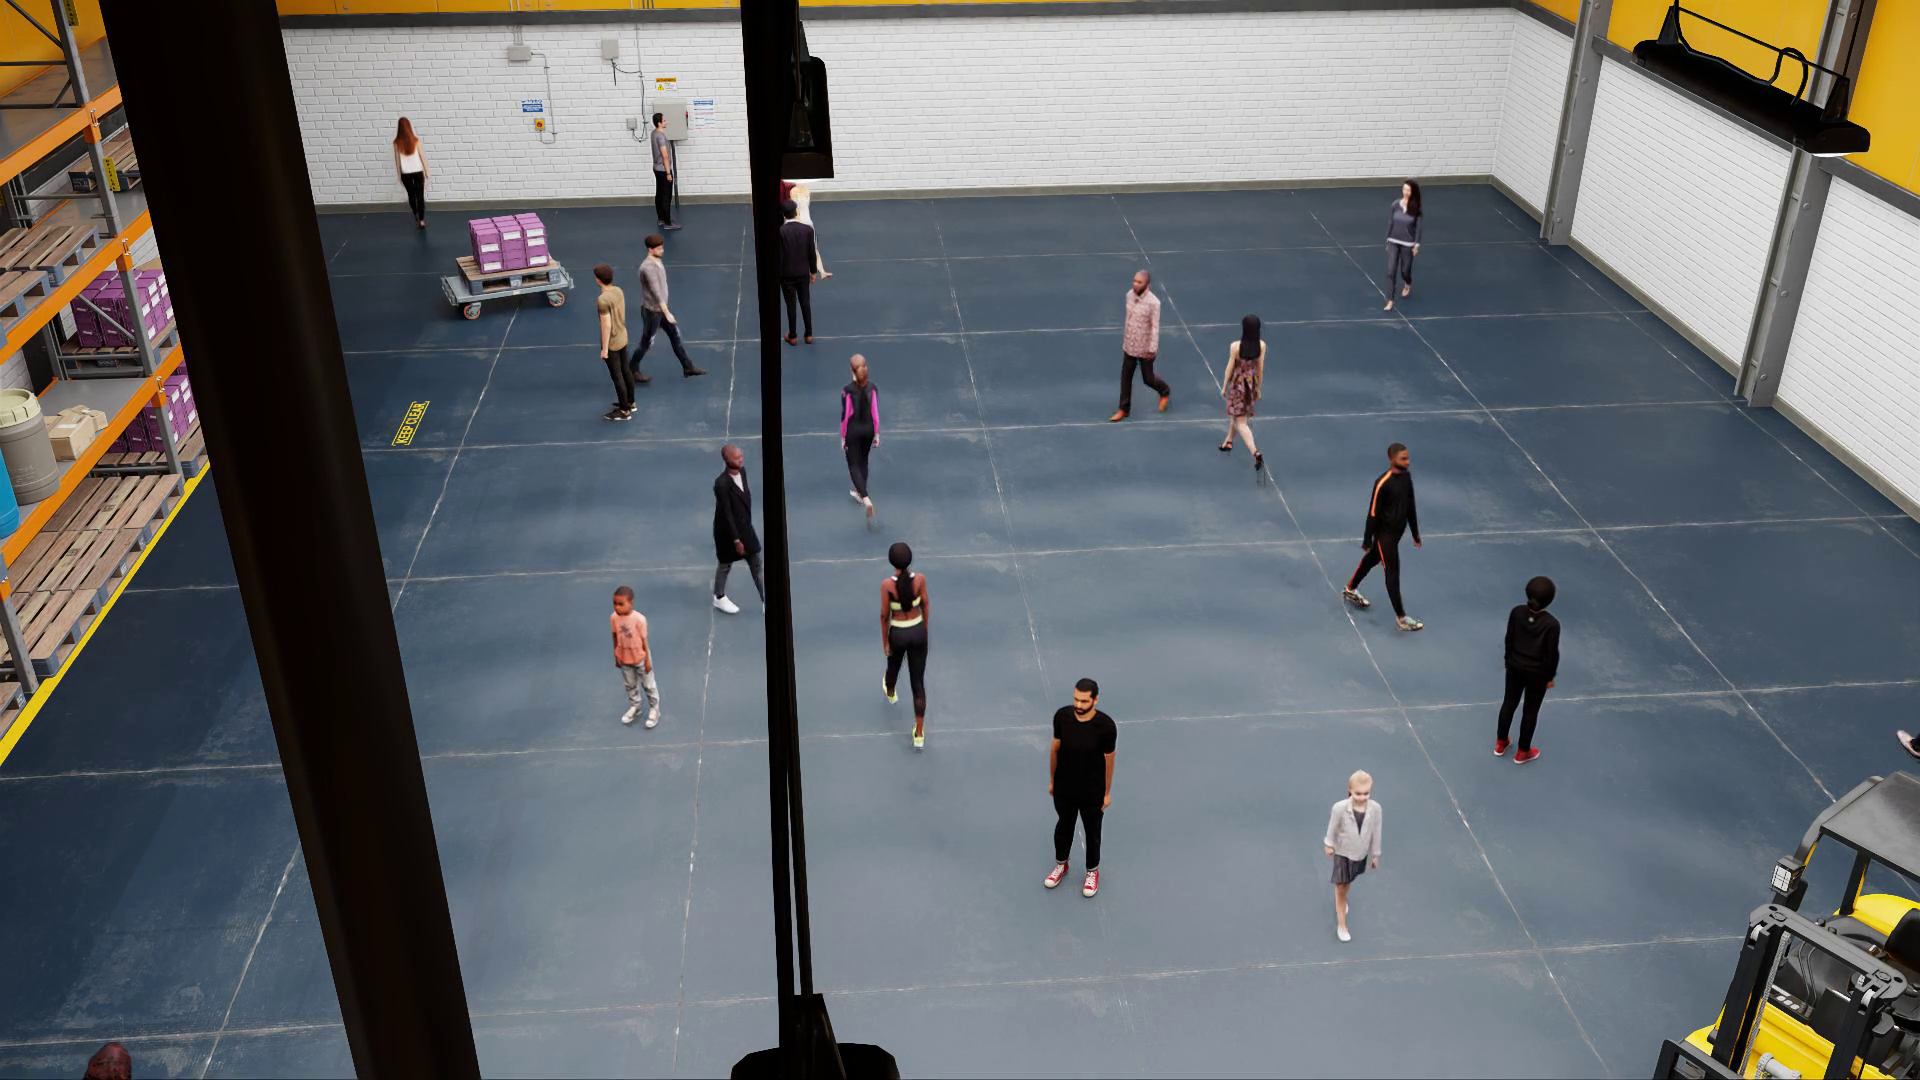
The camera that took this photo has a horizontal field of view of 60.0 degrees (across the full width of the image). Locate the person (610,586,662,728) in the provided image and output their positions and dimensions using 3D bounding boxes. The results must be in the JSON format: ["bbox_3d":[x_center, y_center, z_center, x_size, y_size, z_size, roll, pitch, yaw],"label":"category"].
[{"bbox_3d":[-2.701,0.946,13.813,0.542,1.304,0.568,8,30,14],"label":"person"}]

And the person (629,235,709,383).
[{"bbox_3d":[-3.754,-2.728,19.990,0.926,1.838,1.207,3,29,6],"label":"person"}]

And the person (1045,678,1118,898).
[{"bbox_3d":[0.863,1.738,11.886,0.716,1.759,0.718,10,30,17],"label":"person"}]

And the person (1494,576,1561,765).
[{"bbox_3d":[4.534,1.030,13.273,0.670,1.674,0.744,26,38,38],"label":"person"}]

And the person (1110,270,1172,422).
[{"bbox_3d":[2.140,-2.263,19.197,1.148,1.782,1.158,-23,36,-36],"label":"person"}]

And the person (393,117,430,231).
[{"bbox_3d":[-8.316,-5.527,25.285,0.638,1.682,1.079,-4,29,-8],"label":"person"}]

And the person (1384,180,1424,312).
[{"bbox_3d":[5.966,-3.993,22.400,0.896,1.751,1.031,14,32,24],"label":"person"}]

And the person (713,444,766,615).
[{"bbox_3d":[-2.155,-0.086,15.260,1.057,1.730,1.059,16,33,27],"label":"person"}]

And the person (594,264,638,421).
[{"bbox_3d":[-3.985,-2.293,19.181,0.784,1.850,0.622,6,29,11],"label":"person"}]

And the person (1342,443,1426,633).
[{"bbox_3d":[3.840,-0.084,15.229,1.242,1.757,1.127,25,38,38],"label":"person"}]

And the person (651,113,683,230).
[{"bbox_3d":[-4.555,-5.668,25.469,0.754,1.754,0.611,-15,32,-25],"label":"person"}]

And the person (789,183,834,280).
[{"bbox_3d":[-2.317,-4.427,23.361,1.093,1.592,1.025,22,36,35],"label":"person"}]

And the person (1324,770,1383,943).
[{"bbox_3d":[2.744,2.132,11.696,0.545,1.249,0.834,-1,29,-1],"label":"person"}]

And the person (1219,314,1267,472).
[{"bbox_3d":[3.080,-1.553,17.939,0.886,1.739,1.244,-12,31,-21],"label":"person"}]

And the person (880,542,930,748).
[{"bbox_3d":[-0.403,0.878,13.524,0.666,1.700,1.170,-5,29,-10],"label":"person"}]

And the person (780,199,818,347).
[{"bbox_3d":[-2.106,-3.414,21.207,0.752,1.877,0.655,-11,30,-19],"label":"person"}]

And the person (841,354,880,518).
[{"bbox_3d":[-1.005,-1.045,17.024,0.759,1.725,1.083,-11,30,-19],"label":"person"}]
